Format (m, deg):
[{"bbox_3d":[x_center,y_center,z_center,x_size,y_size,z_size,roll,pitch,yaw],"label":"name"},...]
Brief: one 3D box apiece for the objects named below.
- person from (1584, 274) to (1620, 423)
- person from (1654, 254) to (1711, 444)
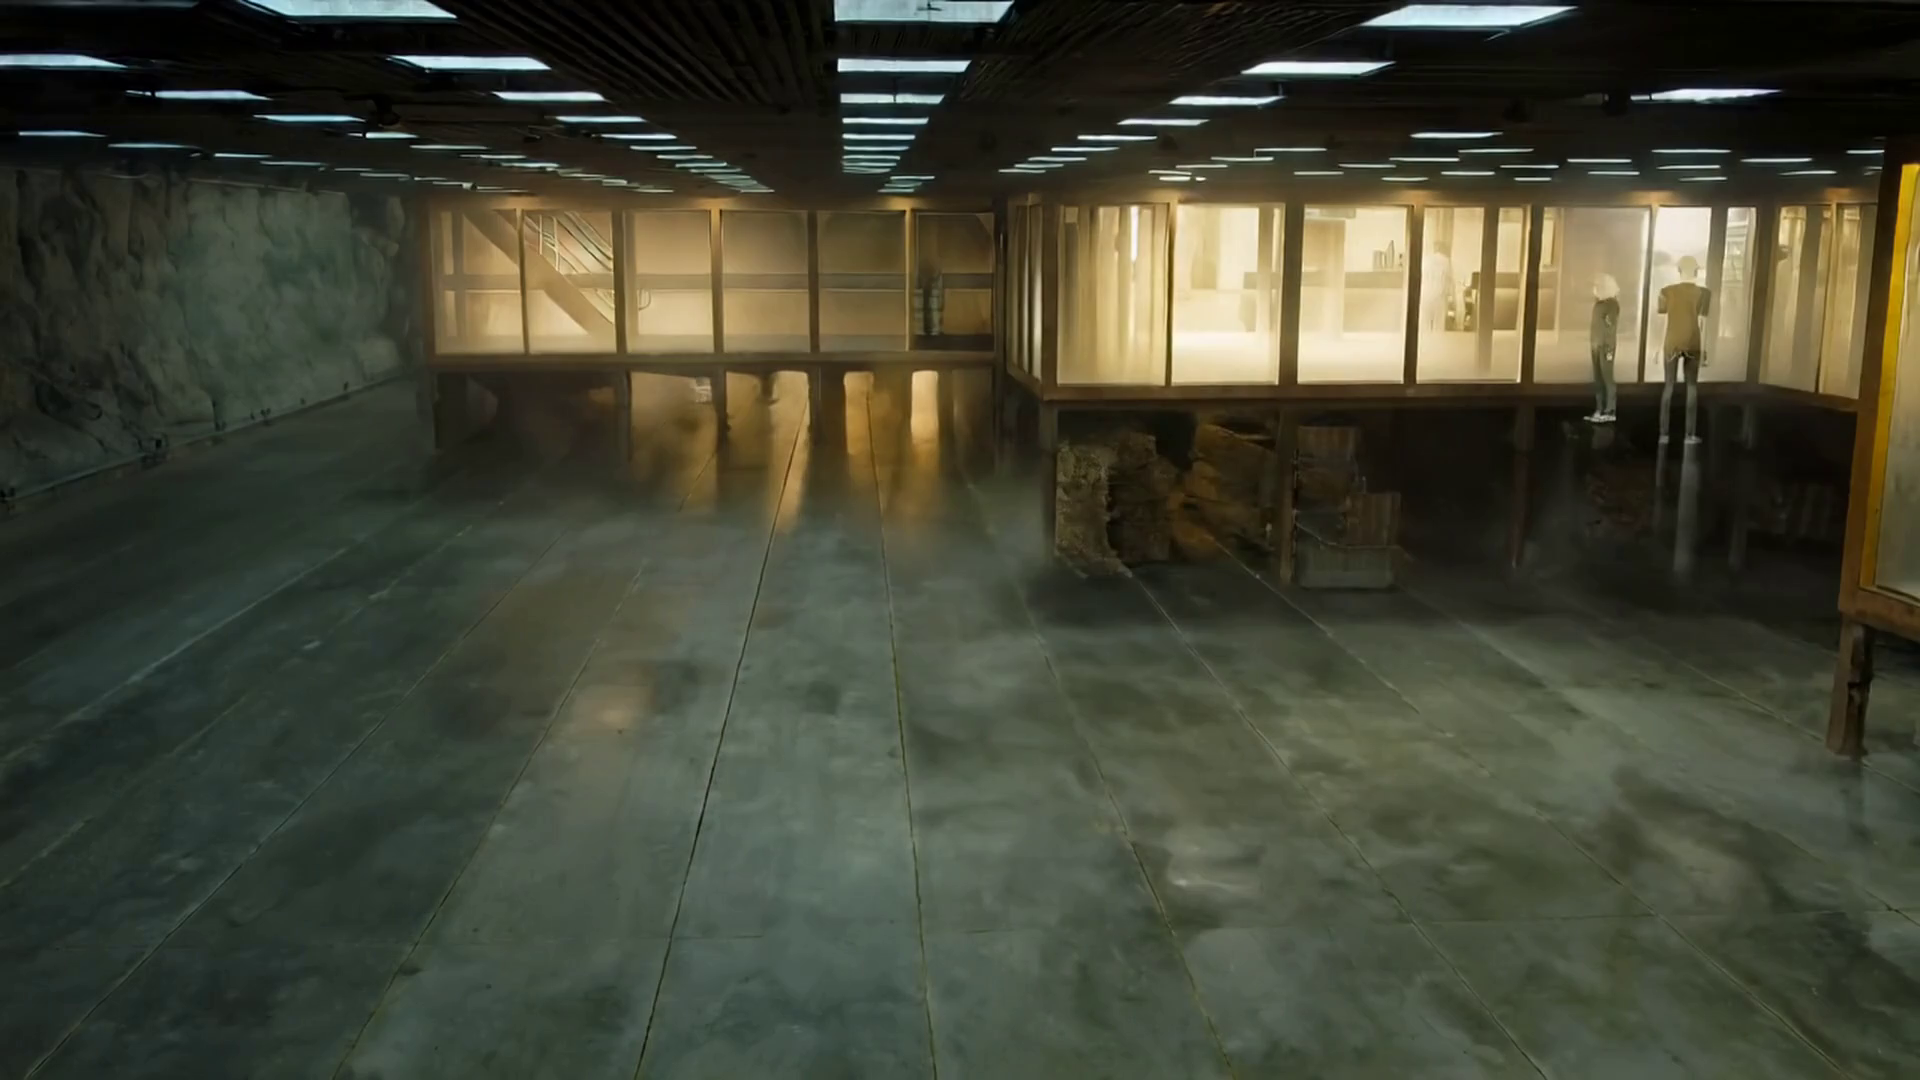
[{"bbox_3d":[7.067,-2.095,18.252,0.287,1.623,0.500,-1,11,-3],"label":"person"},{"bbox_3d":[7.127,-1.875,16.404,0.518,1.874,0.329,7,13,35],"label":"person"}]
